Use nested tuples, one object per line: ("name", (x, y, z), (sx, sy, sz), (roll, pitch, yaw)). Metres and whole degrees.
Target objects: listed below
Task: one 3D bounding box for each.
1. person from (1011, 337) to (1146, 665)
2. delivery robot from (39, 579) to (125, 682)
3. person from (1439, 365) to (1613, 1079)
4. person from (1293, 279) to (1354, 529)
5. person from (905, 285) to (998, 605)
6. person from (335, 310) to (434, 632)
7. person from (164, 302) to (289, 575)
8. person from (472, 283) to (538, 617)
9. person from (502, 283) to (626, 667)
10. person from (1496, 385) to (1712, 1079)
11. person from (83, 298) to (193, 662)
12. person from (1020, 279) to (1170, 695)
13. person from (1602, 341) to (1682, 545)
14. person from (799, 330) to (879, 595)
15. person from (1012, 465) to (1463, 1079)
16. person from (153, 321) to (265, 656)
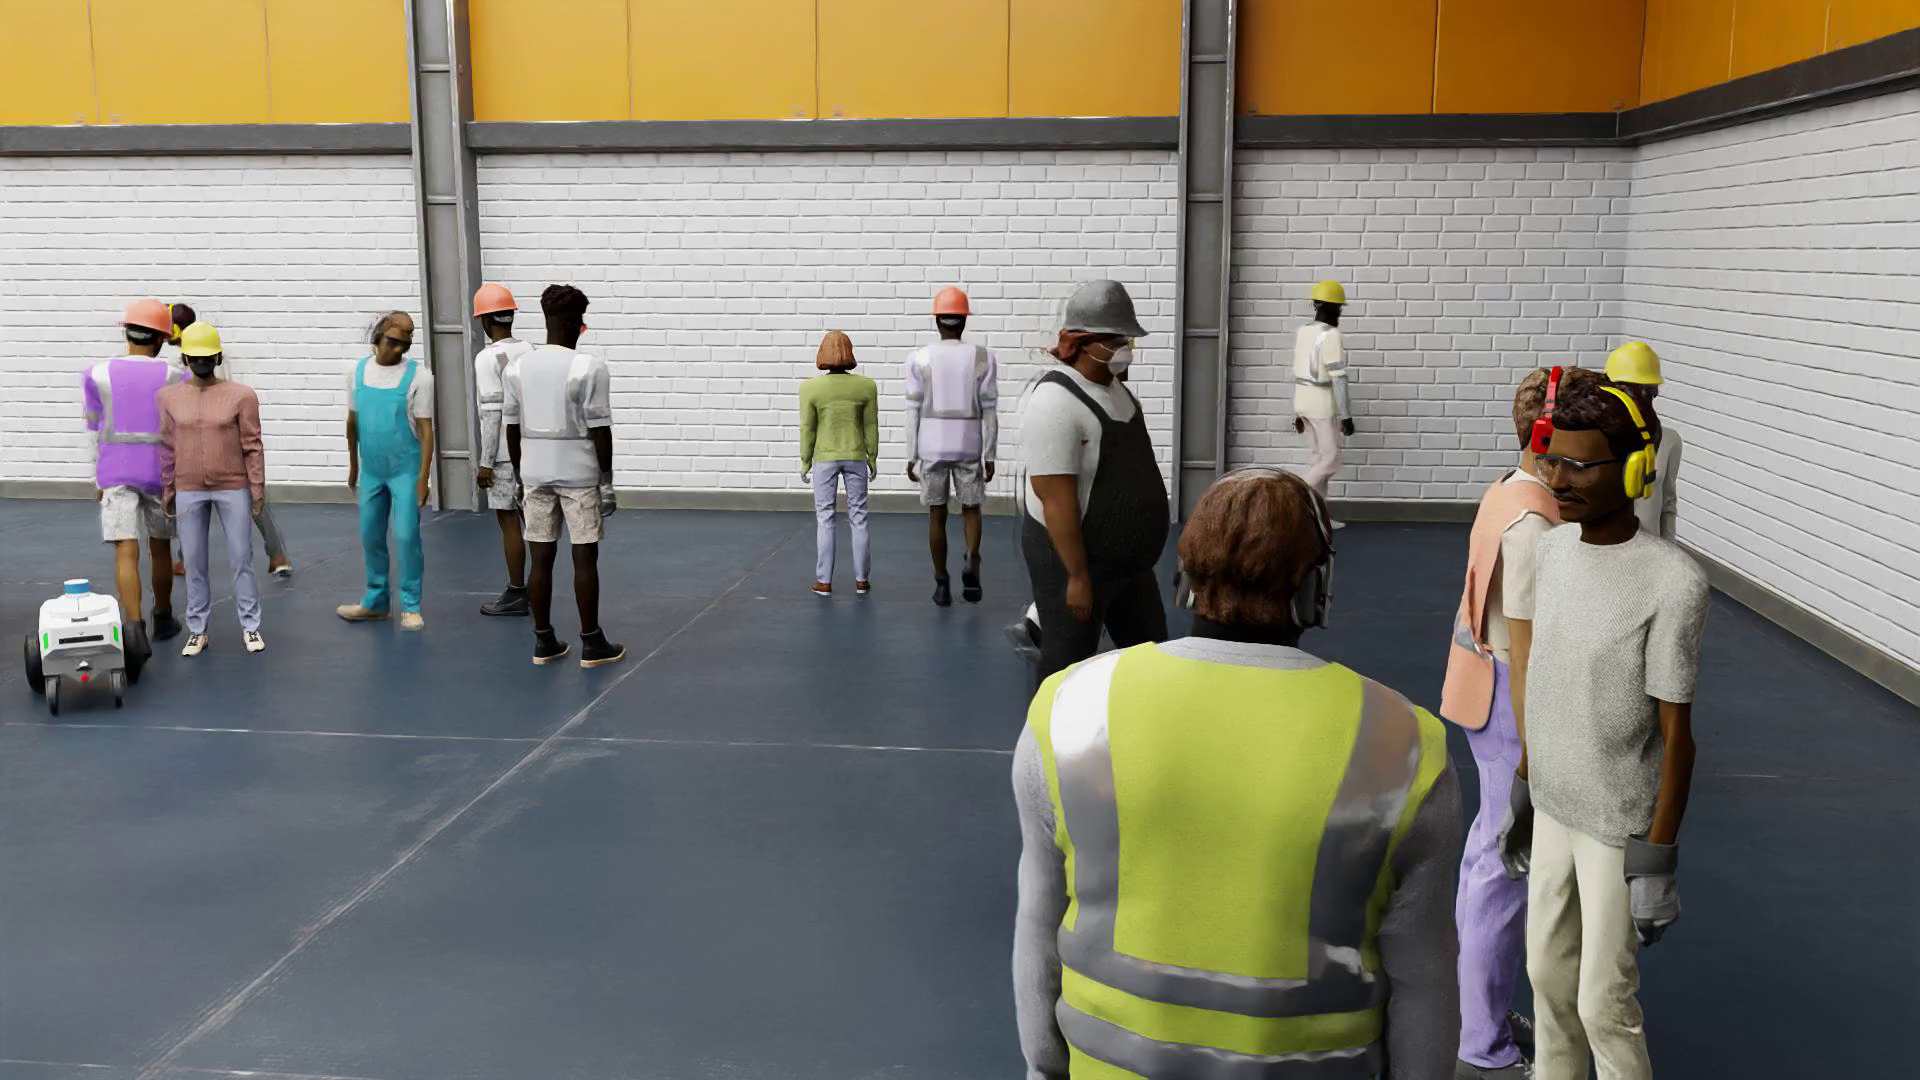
("person", (0.676, -0.234, 8.437), (0.827, 1.809, 0.591), (-8, 13, -38))
("delivery robot", (-4.187, 0.432, 7.921), (0.477, 0.478, 0.707), (-5, 11, -28))
("person", (1.416, 0.476, 4.240), (0.377, 1.844, 0.567), (3, 10, 15))
("person", (2.658, -0.982, 12.418), (0.641, 1.907, 0.612), (-2, 10, -14))
("person", (-0.051, -0.532, 9.823), (0.546, 1.921, 0.547), (-1, 10, -4))
("person", (-3.223, -0.379, 9.277), (0.689, 1.801, 0.431), (2, 10, 12))
("person", (-4.818, -0.632, 10.751), (0.913, 1.807, 0.537), (4, 11, 20))
("person", (-2.641, -0.517, 9.682), (0.376, 1.932, 0.543), (3, 10, 19))
("person", (-2.022, -0.325, 8.511), (0.608, 1.957, 0.401), (3, 10, 18))
("person", (1.315, 0.601, 3.504), (0.332, 1.860, 0.511), (-3, 10, -15))
("person", (-4.269, -0.321, 8.718), (0.537, 1.882, 0.992), (-4, 11, -24))
("person", (0.562, 0.042, 6.174), (0.676, 2.000, 0.698), (6, 11, 29))
("person", (2.627, 0.094, 6.654), (0.525, 1.770, 0.306), (-2, 10, -11))
("person", (-0.746, -0.472, 10.273), (0.500, 1.636, 0.284), (-3, 10, -14))
("person", (0.388, 0.803, 2.424), (0.638, 1.832, 0.429), (3, 10, 16))
("person", (-3.922, -0.262, 8.726), (0.524, 1.761, 0.341), (-3, 10, -15))
